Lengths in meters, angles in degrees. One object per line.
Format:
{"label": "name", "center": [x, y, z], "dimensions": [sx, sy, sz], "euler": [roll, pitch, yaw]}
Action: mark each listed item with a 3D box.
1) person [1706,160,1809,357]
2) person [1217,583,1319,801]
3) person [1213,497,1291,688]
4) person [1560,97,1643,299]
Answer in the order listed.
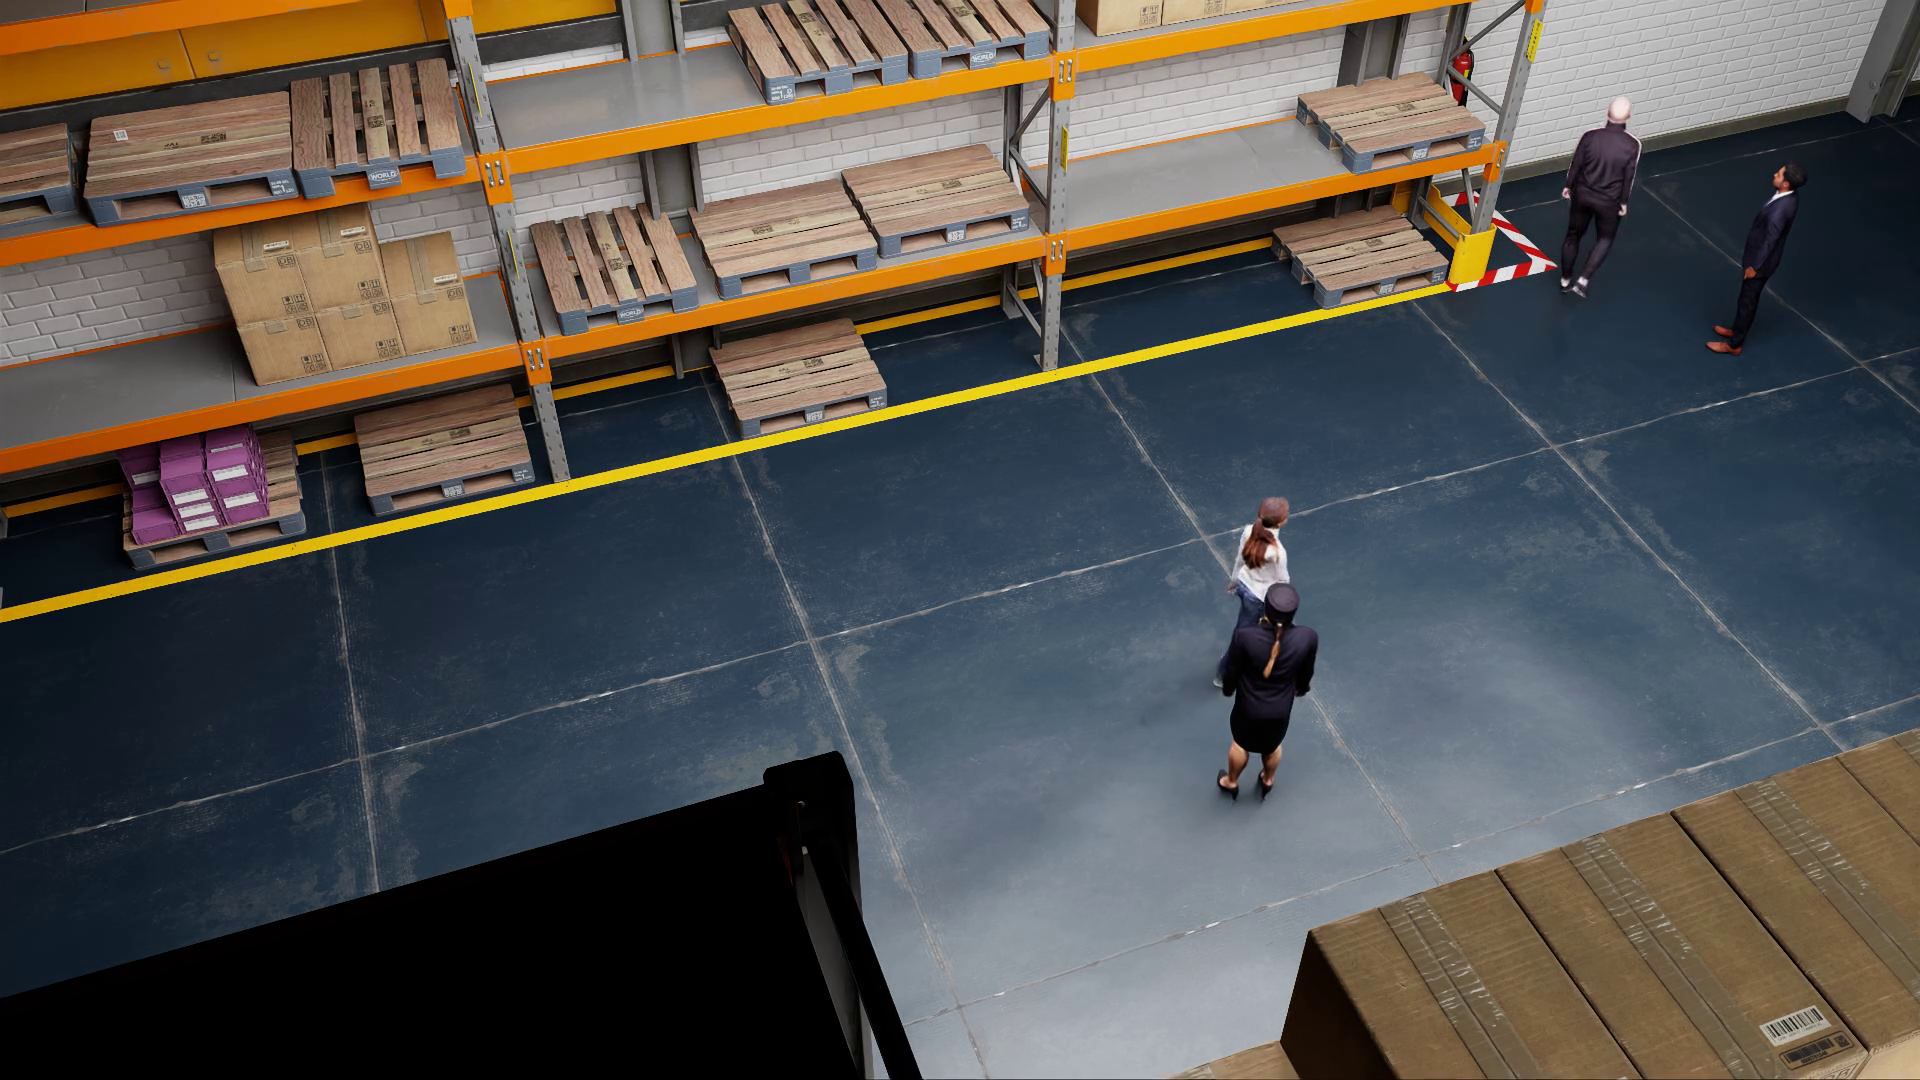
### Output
{"label": "person", "center": [6.394, -2.240, 13.255], "dimensions": [0.763, 1.724, 0.678], "euler": [22, 48, 21]}
{"label": "person", "center": [1.816, 0.945, 9.953], "dimensions": [0.669, 1.667, 0.829], "euler": [-3, 44, -3]}
{"label": "person", "center": [1.823, 0.374, 10.651], "dimensions": [0.934, 1.531, 0.613], "euler": [-23, 48, -22]}
{"label": "person", "center": [5.233, -2.758, 13.729], "dimensions": [0.909, 1.822, 0.969], "euler": [21, 47, 21]}
